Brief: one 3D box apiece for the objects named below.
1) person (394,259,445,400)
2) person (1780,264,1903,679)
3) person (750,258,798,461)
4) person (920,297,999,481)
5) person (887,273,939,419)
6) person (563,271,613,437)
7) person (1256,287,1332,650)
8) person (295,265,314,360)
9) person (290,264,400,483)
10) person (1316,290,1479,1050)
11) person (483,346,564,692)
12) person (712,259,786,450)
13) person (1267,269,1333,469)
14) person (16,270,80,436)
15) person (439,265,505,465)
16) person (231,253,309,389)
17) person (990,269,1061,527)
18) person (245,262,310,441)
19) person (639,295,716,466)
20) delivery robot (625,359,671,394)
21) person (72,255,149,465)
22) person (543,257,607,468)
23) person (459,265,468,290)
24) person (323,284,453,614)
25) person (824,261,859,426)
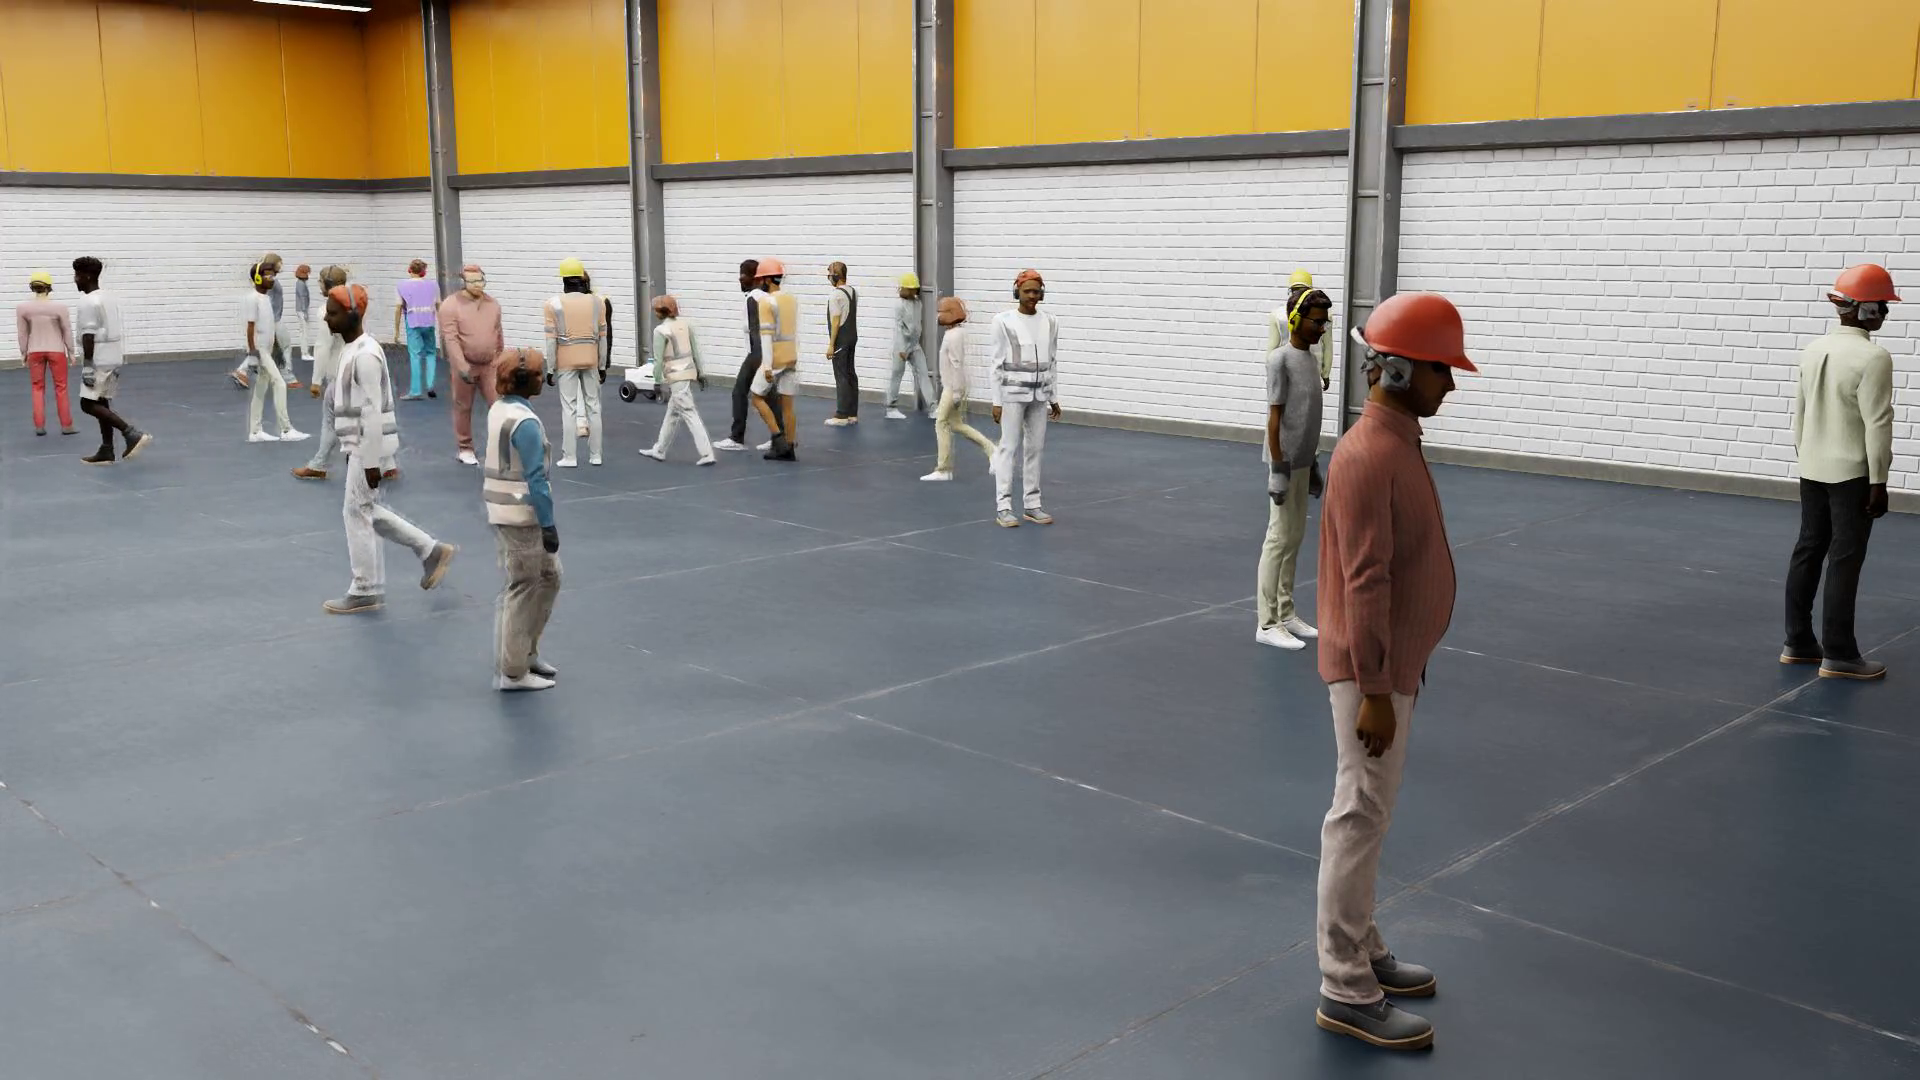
[{"bbox_3d":[-7.004,-2.733,21.642,0.682,1.816,0.458,-7,12,-33],"label":"person"},{"bbox_3d":[4.286,-0.329,8.067,0.382,1.995,0.612,-2,11,-9],"label":"person"},{"bbox_3d":[-1.733,-1.686,15.678,0.428,1.922,0.566,6,12,32],"label":"person"},{"bbox_3d":[0.015,-1.303,14.443,0.667,1.611,0.498,0,10,2],"label":"person"},{"bbox_3d":[-0.539,-2.214,19.145,0.906,1.686,0.501,8,13,38],"label":"person"},{"bbox_3d":[-4.062,-2.037,17.973,0.630,1.792,0.923,-2,11,-10],"label":"person"},{"bbox_3d":[1.751,-0.374,8.670,0.327,1.865,0.518,7,12,33],"label":"person"},{"bbox_3d":[-11.218,-3.883,28.477,0.316,1.619,0.536,-5,12,-26],"label":"person"},{"bbox_3d":[-5.308,-1.415,14.295,1.014,1.889,0.648,1,10,4],"label":"person"},{"bbox_3d":[1.143,0.335,4.457,0.386,1.989,0.608,4,11,19],"label":"person"},{"bbox_3d":[-2.006,-0.091,7.781,0.449,1.621,0.540,-5,12,-27],"label":"person"},{"bbox_3d":[-2.114,-1.817,16.460,0.844,1.884,0.631,1,10,6],"label":"person"},{"bbox_3d":[3.065,-1.530,15.063,0.598,1.828,0.403,0,10,1],"label":"person"},{"bbox_3d":[-9.742,-1.994,17.768,0.533,1.766,0.324,-2,11,-13],"label":"person"},{"bbox_3d":[-4.403,-1.583,15.278,0.647,1.853,1.005,-9,14,-40],"label":"person"},{"bbox_3d":[-9.607,-3.005,22.958,0.928,1.909,0.638,-5,11,-25],"label":"person"},{"bbox_3d":[0.482,-1.041,12.247,0.581,1.882,0.339,-6,12,-30],"label":"person"},{"bbox_3d":[-7.051,-1.925,17.173,0.767,1.842,0.555,-1,10,-8],"label":"person"},{"bbox_3d":[-2.619,-1.480,15.467,0.865,1.583,0.526,4,11,22],"label":"person"},{"bbox_3d":[-3.940,-2.077,21.271,0.707,0.478,0.477,7,12,34],"label":"delivery robot"},{"bbox_3d":[-7.898,-1.645,15.361,0.550,1.948,0.631,-1,10,-7],"label":"person"},{"bbox_3d":[-3.531,-1.623,15.297,0.588,1.930,0.364,-7,12,-32],"label":"person"},{"bbox_3d":[-7.181,-3.171,24.372,0.318,1.699,0.535,-6,12,-30],"label":"person"},{"bbox_3d":[-3.296,-0.518,9.444,0.653,1.865,0.599,-5,11,-24],"label":"person"},{"bbox_3d":[-1.332,-2.200,18.691,0.345,1.840,0.504,5,12,26],"label":"person"}]
